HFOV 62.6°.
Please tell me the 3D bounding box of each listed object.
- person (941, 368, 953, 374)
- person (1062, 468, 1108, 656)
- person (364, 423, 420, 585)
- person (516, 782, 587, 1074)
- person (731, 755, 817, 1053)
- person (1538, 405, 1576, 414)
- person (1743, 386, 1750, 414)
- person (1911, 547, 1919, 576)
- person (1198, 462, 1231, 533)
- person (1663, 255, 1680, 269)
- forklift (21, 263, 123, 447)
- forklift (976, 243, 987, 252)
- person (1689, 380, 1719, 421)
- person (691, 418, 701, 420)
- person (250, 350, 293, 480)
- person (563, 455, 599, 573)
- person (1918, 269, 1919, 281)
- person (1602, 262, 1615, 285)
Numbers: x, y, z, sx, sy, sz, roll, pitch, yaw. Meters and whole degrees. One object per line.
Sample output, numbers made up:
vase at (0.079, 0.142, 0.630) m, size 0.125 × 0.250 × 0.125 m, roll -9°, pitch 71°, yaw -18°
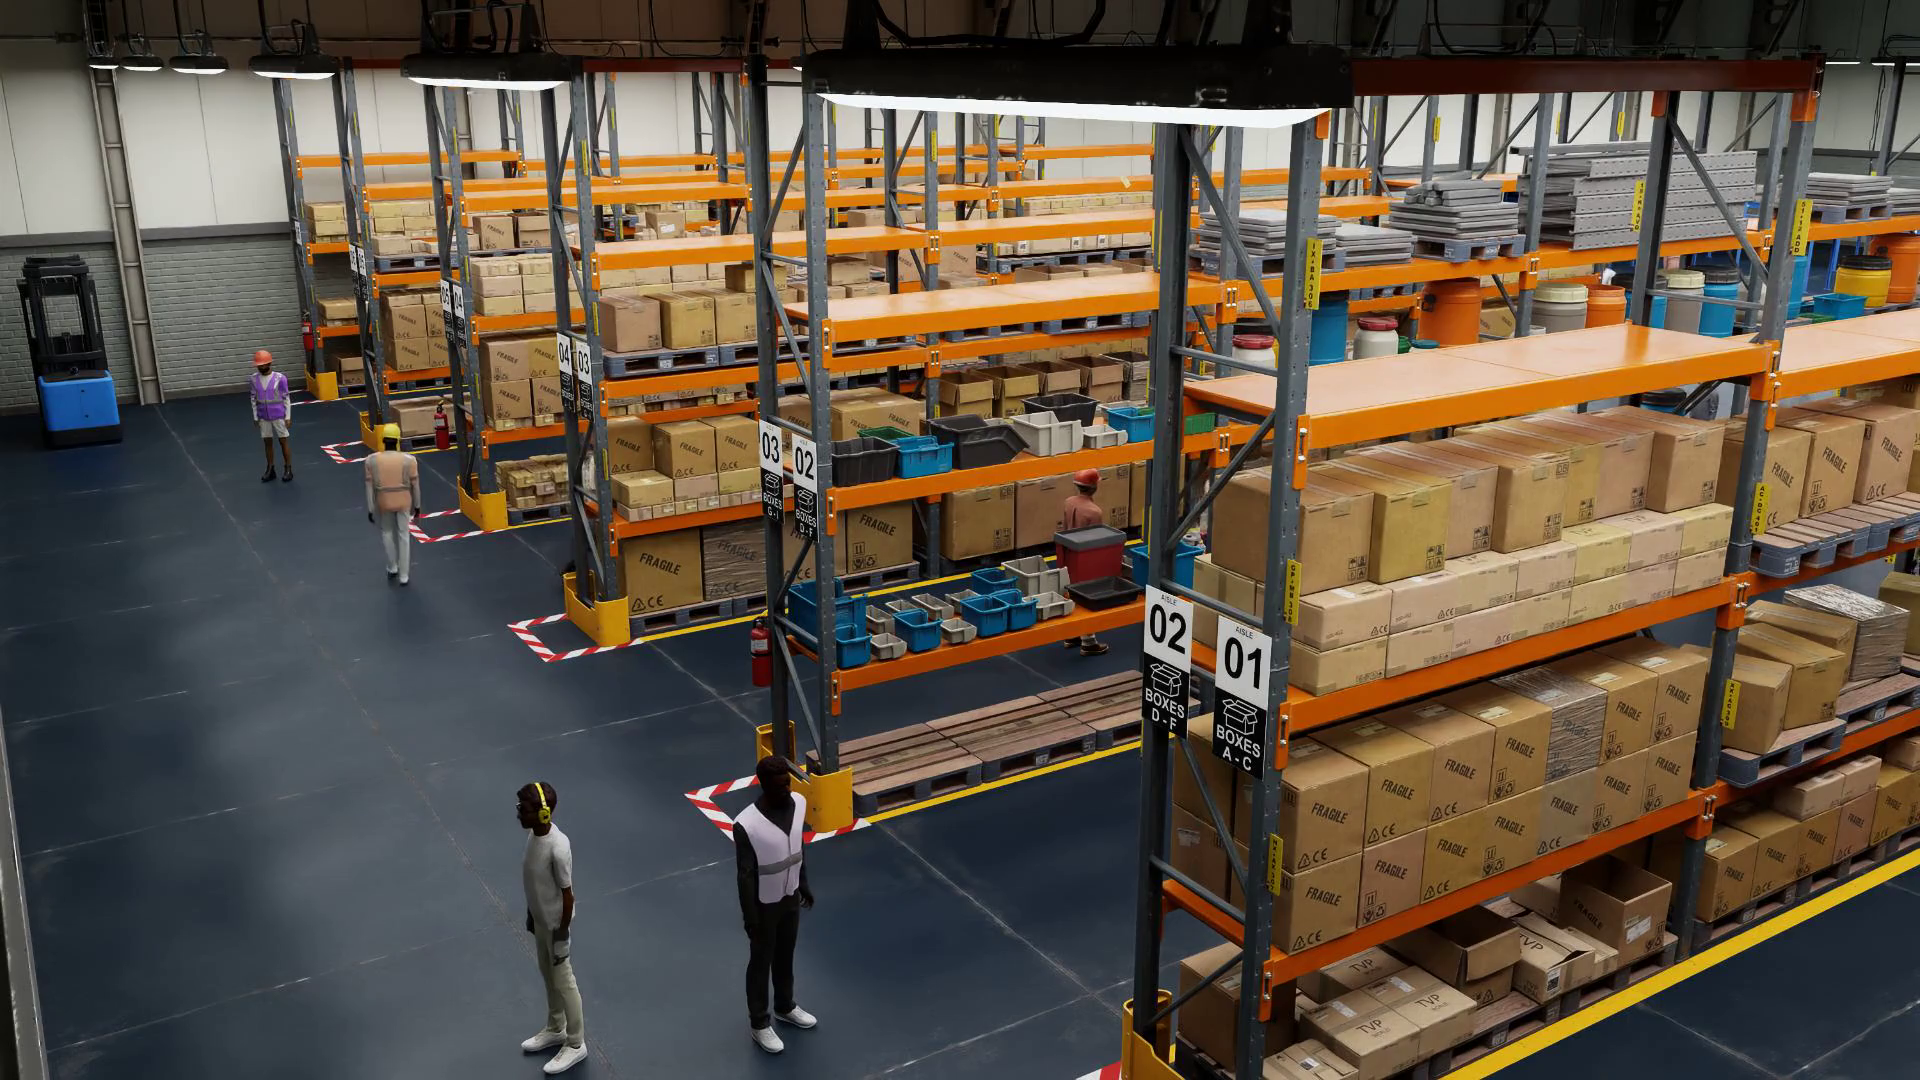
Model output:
person at (-0.036, -1.527, 22.280) m, size 0.694 × 1.861 × 0.591 m, roll -11°, pitch 20°, yaw -31°
person at (1.300, 0.197, 16.383) m, size 0.371 × 1.997 × 0.622 m, roll -10°, pitch 20°, yaw -31°
person at (-6.697, -0.454, 18.689) m, size 0.600 × 1.889 × 0.833 m, roll -5°, pitch 18°, yaw -17°
person at (-2.514, 2.331, 9.603) m, size 0.328 × 1.872 × 0.513 m, roll -13°, pitch 21°, yaw -36°
person at (-1.159, 2.226, 9.866) m, size 0.393 × 1.919 × 0.589 m, roll 11°, pitch 20°, yaw 33°
person at (8.036, -1.329, 21.507) m, size 0.864 × 1.942 × 0.614 m, roll -10°, pitch 20°, yaw -31°
person at (11.177, -1.552, 22.403) m, size 0.440 × 1.830 × 0.651 m, roll 3°, pitch 17°, yaw 10°
person at (10.179, 0.230, 16.289) m, size 0.425 × 1.991 × 0.651 m, roll -14°, pitch 22°, yaw -39°
person at (2.876, -0.144, 18.166) m, size 0.854 × 1.600 × 0.537 m, roll -7°, pitch 18°, yaw -22°
person at (17.999, -6.848, 39.636) m, size 0.643 × 1.909 × 0.410 m, roll 10°, pitch 19°, yaw 29°
forklift at (-14.518, -3.079, 25.708) m, size 1.129 × 2.768 × 1.873 m, roll -10°, pitch 20°, yaw -31°
forklift at (0.988, -5.474, 34.718) m, size 1.214 × 2.155 × 2.313 m, roll -10°, pitch 20°, yaw -31°
person at (10.955, -1.735, 23.329) m, size 0.286 × 1.636 × 0.497 m, roll -4°, pitch 17°, yaw -13°
person at (-4.365, -2.748, 26.269) m, size 0.333 × 1.865 × 0.520 m, roll -6°, pitch 18°, yaw -19°
person at (-10.084, -1.819, 23.096) m, size 0.551 × 1.935 × 0.371 m, roll 0°, pitch 17°, yaw -1°
person at (-4.226, -0.376, 18.419) m, size 0.794 × 1.914 × 0.544 m, roll -9°, pitch 19°, yaw -26°
person at (22.426, -6.073, 36.866) m, size 0.397 × 2.043 × 0.609 m, roll 3°, pitch 17°, yaw 11°
person at (14.178, -5.392, 34.937) m, size 0.598 × 1.862 × 0.656 m, roll 12°, pitch 21°, yaw 35°
